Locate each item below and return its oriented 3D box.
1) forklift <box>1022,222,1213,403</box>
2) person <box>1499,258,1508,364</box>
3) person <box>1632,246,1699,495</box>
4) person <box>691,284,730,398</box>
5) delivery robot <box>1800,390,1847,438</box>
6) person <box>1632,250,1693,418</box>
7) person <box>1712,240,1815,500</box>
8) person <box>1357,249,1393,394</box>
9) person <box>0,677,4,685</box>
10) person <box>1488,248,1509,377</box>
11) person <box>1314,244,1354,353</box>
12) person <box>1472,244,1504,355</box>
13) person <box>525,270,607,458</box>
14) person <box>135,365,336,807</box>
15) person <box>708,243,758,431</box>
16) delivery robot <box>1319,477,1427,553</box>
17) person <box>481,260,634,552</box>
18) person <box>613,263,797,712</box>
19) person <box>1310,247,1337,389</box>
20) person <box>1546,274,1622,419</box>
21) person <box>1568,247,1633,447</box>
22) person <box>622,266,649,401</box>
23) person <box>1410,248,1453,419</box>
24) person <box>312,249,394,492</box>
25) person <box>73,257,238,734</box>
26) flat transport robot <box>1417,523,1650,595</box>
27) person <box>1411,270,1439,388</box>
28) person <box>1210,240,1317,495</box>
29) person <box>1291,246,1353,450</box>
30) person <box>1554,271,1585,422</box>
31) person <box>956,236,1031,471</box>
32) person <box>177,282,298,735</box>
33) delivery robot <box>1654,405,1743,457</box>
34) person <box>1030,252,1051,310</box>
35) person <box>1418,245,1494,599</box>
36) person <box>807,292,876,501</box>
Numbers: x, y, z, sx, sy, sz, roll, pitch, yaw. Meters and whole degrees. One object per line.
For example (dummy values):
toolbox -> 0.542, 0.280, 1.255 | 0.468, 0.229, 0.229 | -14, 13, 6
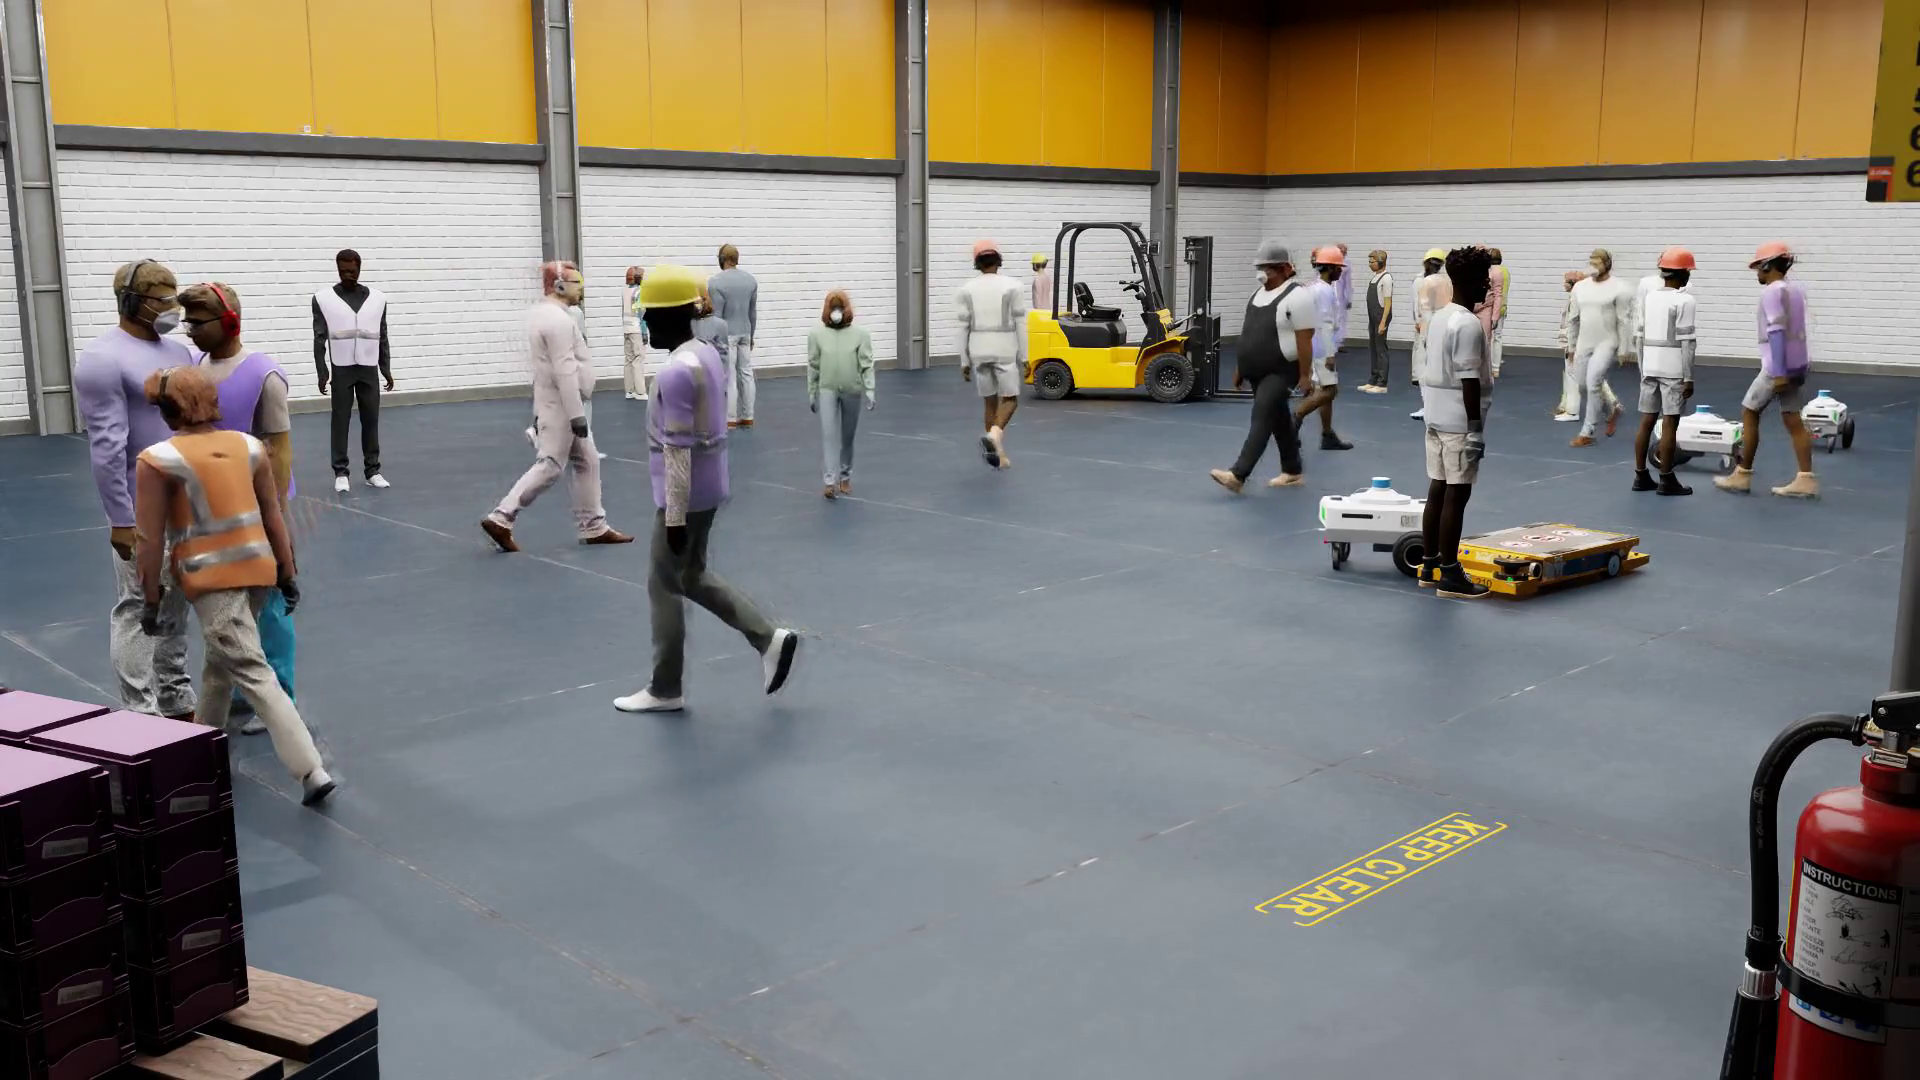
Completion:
forklift -> 1.935, -2.847, 20.651 | 2.313, 2.155, 1.214 | 2, 11, 13
person -> 8.361, -3.604, 26.134 | 0.318, 1.697, 0.533 | -10, 14, -43
person -> 5.537, -1.317, 13.009 | 0.361, 1.938, 0.545 | -4, 11, -22
person -> -2.153, -1.303, 13.795 | 0.505, 1.629, 0.279 | 1, 10, 7
delivery robot -> 8.166, -1.174, 15.743 | 0.477, 0.478, 0.707 | 7, 13, 33
person -> 7.901, -2.322, 18.690 | 0.585, 1.868, 0.701 | 6, 12, 30
person -> 6.321, -1.323, 12.927 | 0.626, 1.972, 0.902 | -9, 13, -39
person -> 5.361, -2.797, 21.348 | 0.345, 1.840, 0.504 | -1, 10, -6
person -> -4.507, -0.103, 7.092 | 0.411, 1.673, 0.578 | 9, 14, 42
person -> 7.540, -3.217, 23.664 | 0.429, 1.835, 0.648 | 9, 14, 41
person -> 6.446, -4.164, 28.767 | 0.730, 1.880, 0.436 | 6, 12, 31
person -> 6.879, -2.983, 22.181 | 0.653, 1.905, 0.408 | 10, 14, 43
person -> -3.549, -1.561, 14.924 | 0.636, 1.726, 0.490 | -7, 13, -35
person -> -2.586, 0.167, 5.912 | 0.892, 1.581, 0.524 | 5, 11, 23
person -> -2.373, -2.105, 17.299 | 0.370, 1.941, 0.627 | 9, 14, 40
delivery robot -> 2.540, -0.137, 10.087 | 0.707, 0.478, 0.477 | 3, 11, 15
person -> -2.624, -0.853, 10.675 | 0.908, 1.873, 0.638 | -3, 11, -15
person -> -1.101, -0.200, 6.984 | 0.711, 1.907, 0.603 | 1, 10, 6
person -> 4.791, -2.929, 22.017 | 0.426, 1.872, 0.575 | 2, 11, 13
person -> 6.944, -2.130, 18.379 | 0.505, 1.609, 0.750 | -10, 14, -43
person -> 6.195, -1.858, 16.042 | 0.798, 1.915, 0.636 | -7, 13, -34
person -> -3.987, -2.532, 20.441 | 0.315, 1.641, 0.515 | -8, 13, -37
person -> 5.227, -2.274, 18.375 | 0.615, 1.879, 0.503 | -9, 14, -40
person -> -4.838, -1.353, 13.269 | 0.598, 1.912, 0.375 | -8, 13, -37
person -> -3.142, -0.125, 6.514 | 0.372, 1.938, 0.630 | 1, 10, 4
flat transport robot -> 3.422, 0.093, 9.868 | 1.431, 0.197, 0.652 | -8, 13, -38
person -> 6.256, -2.946, 22.191 | 0.404, 1.828, 0.591 | 10, 14, 43
person -> 2.376, -1.388, 13.110 | 1.045, 2.000, 0.687 | -4, 11, -22
person -> 3.376, -1.779, 15.562 | 0.659, 1.922, 0.597 | 1, 10, 4
person -> 6.670, -2.106, 18.124 | 0.309, 1.638, 0.523 | 4, 11, 22
person -> 0.266, -1.568, 14.163 | 0.654, 2.013, 0.654 | 3, 11, 17
person -> -2.945, -0.130, 6.813 | 0.563, 1.836, 0.391 | 6, 12, 29
delivery robot -> 6.398, -0.920, 14.359 | 0.707, 0.478, 0.477 | 8, 13, 37
person -> 1.207, -3.467, 25.207 | 0.330, 1.765, 0.533 | 4, 11, 22
person -> 2.803, -0.662, 9.356 | 0.367, 1.966, 0.606 | -1, 10, -4
person -> -0.913, -1.105, 12.792 | 0.519, 1.582, 0.849 | -1, 10, -5
